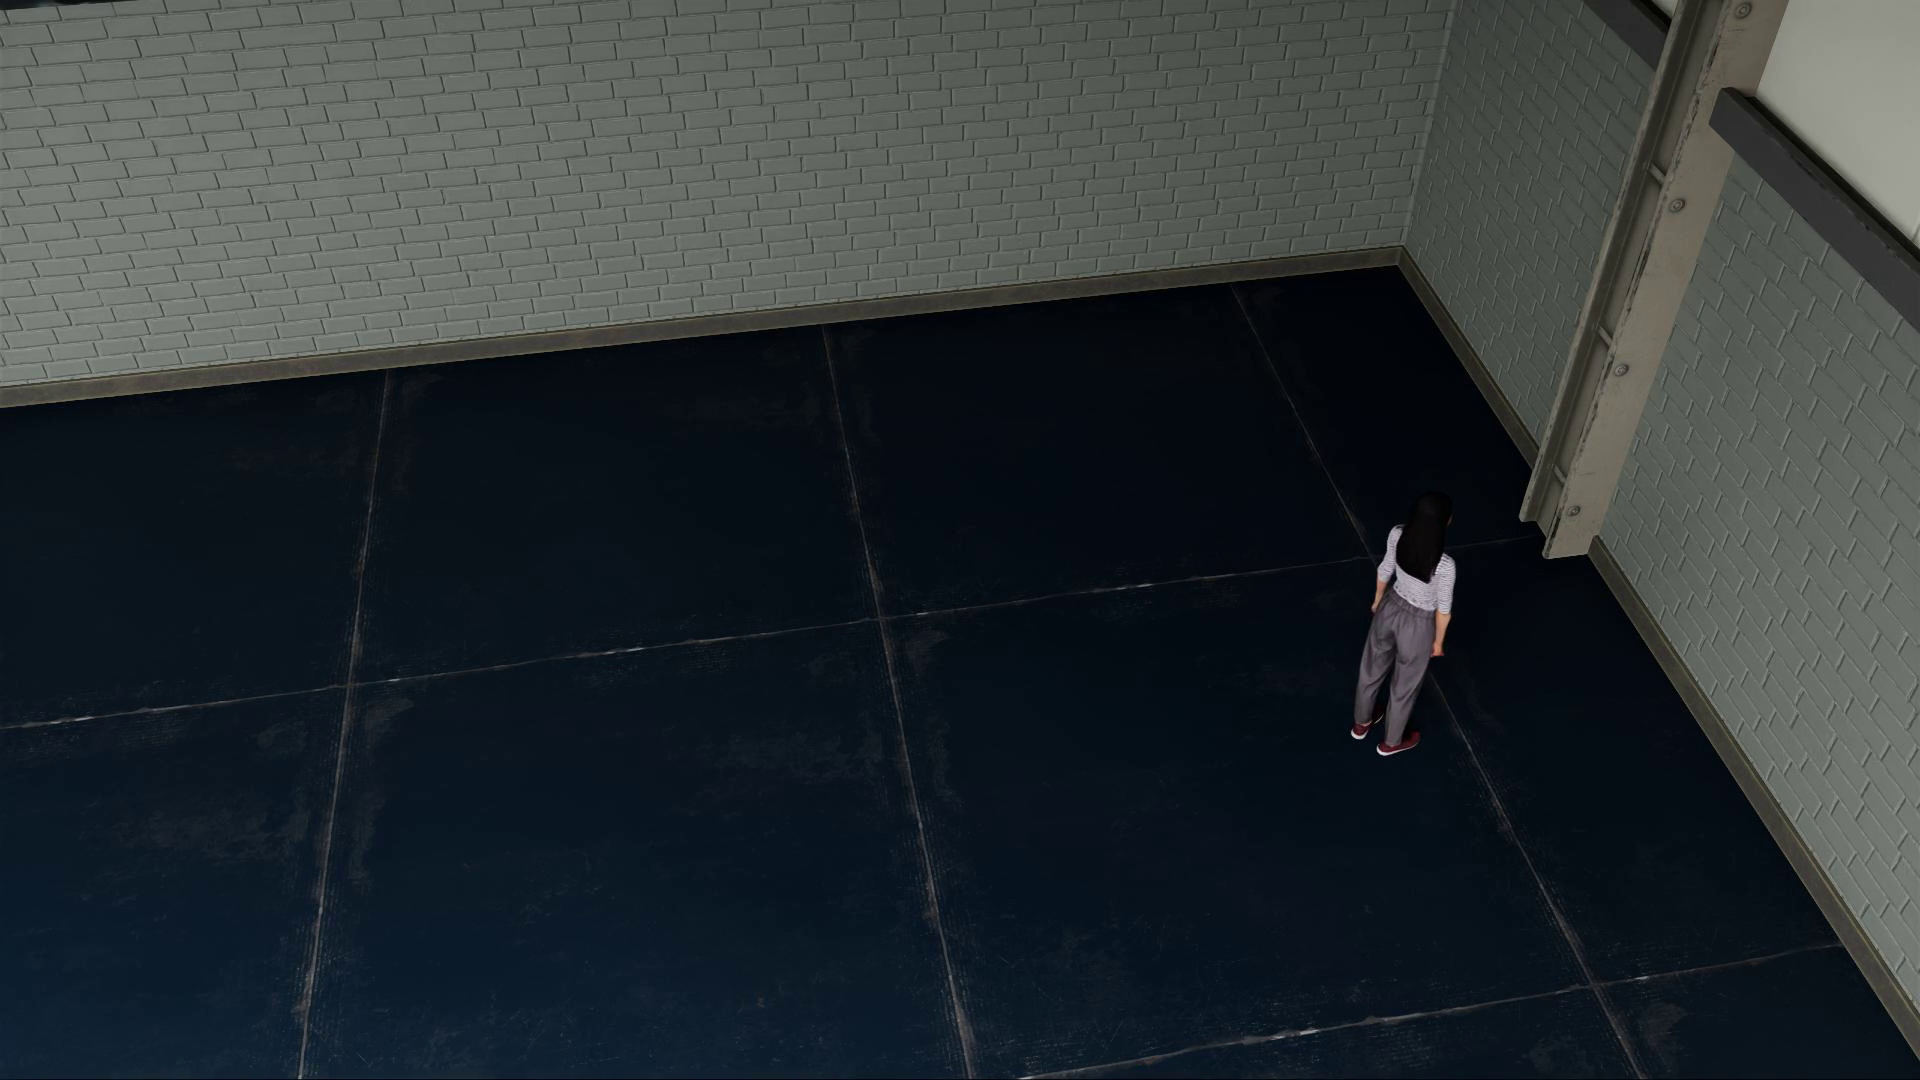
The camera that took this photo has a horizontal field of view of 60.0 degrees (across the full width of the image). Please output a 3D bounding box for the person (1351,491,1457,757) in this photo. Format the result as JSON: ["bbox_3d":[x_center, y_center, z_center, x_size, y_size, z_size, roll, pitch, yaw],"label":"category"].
[{"bbox_3d":[2.254,0.426,8.440,0.736,1.733,0.613,-27,49,-26],"label":"person"}]
